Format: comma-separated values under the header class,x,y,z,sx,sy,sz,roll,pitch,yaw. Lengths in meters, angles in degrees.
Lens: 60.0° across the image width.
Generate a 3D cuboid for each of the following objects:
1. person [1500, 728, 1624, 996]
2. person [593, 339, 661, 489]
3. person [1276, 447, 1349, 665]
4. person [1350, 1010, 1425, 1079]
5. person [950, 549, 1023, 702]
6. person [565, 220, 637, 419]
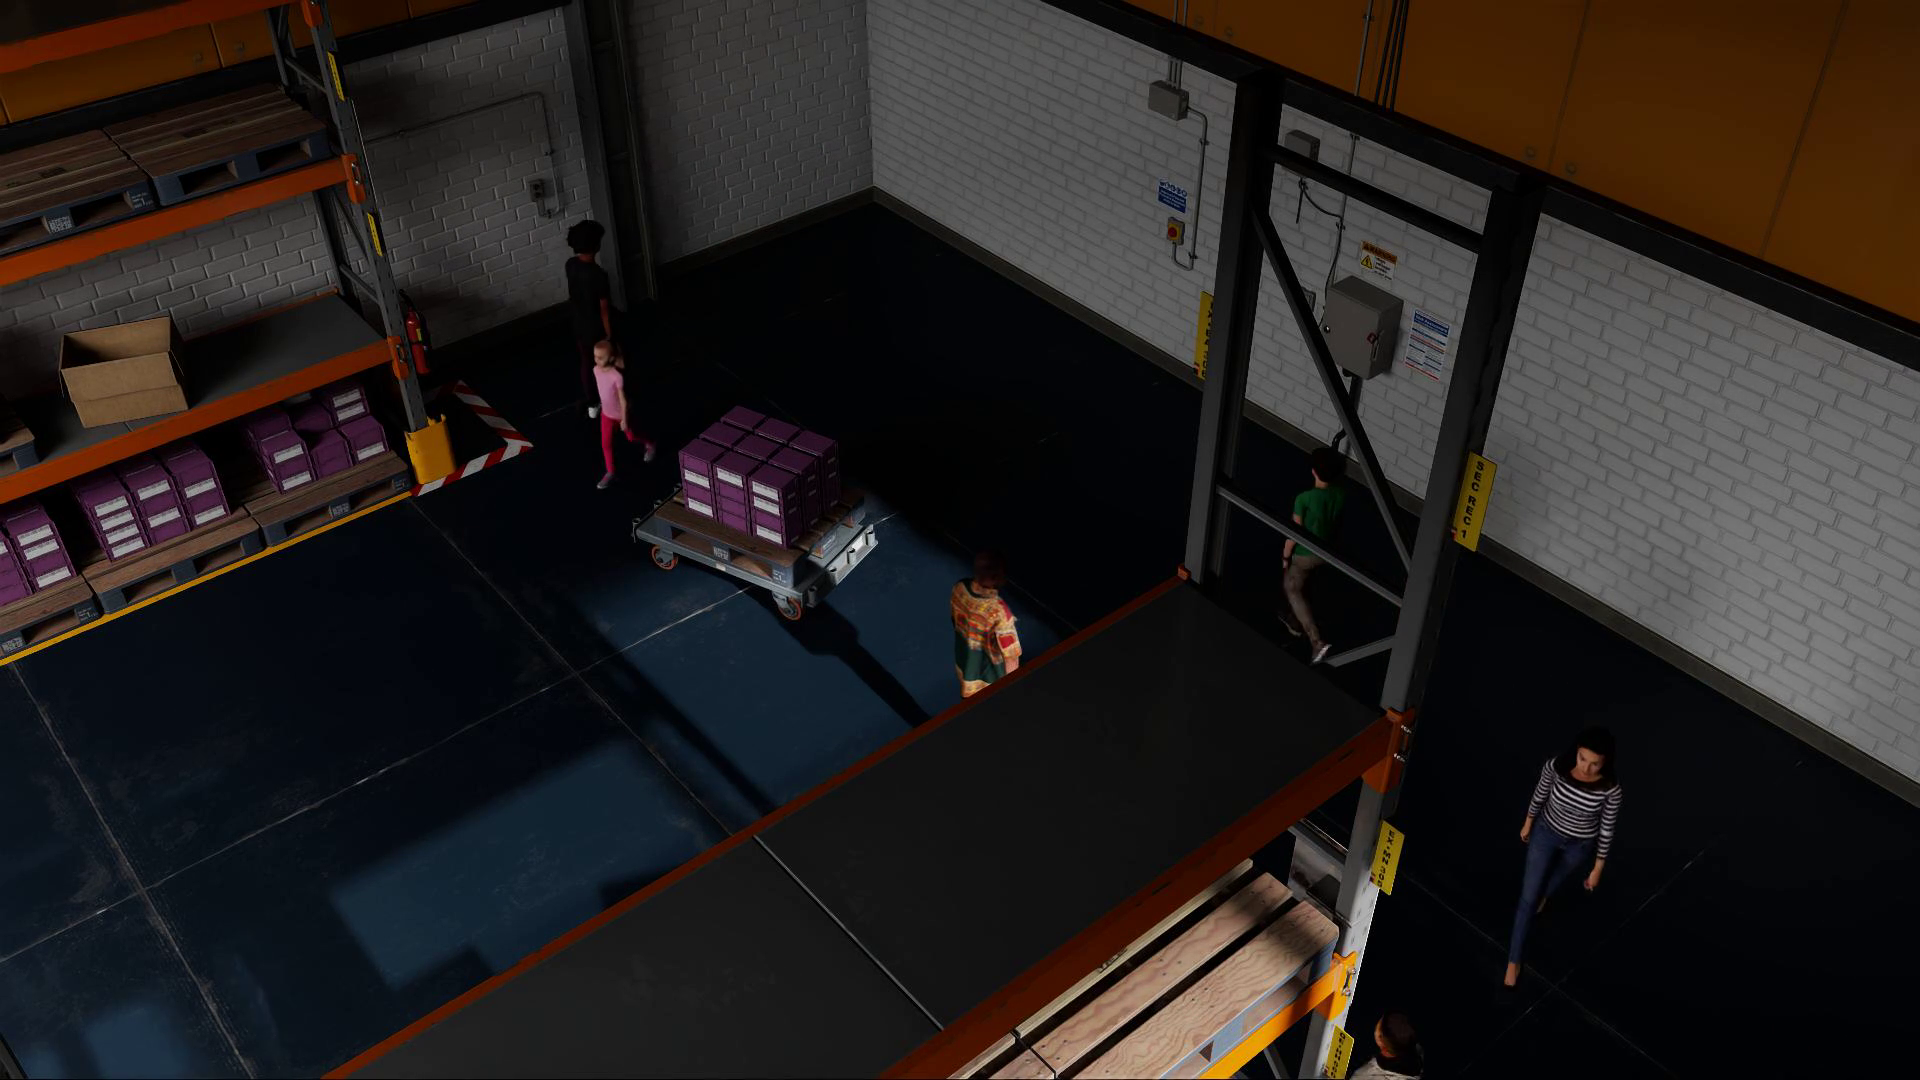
class,x,y,z,sx,sy,sz,roll,pitch,yaw
person,3.410,1.661,9.349,0.914,1.745,1.210,18,42,21
person,-2.671,-1.046,13.135,0.680,1.250,0.948,19,42,22
person,2.445,0.129,11.360,0.995,1.630,0.851,-13,41,-16
person,2.080,2.871,8.084,0.883,1.434,0.657,-25,45,-28
person,0.158,0.797,10.381,0.634,1.807,0.684,-29,47,-31
person,-3.047,-1.747,13.601,0.724,1.764,0.743,19,42,22
